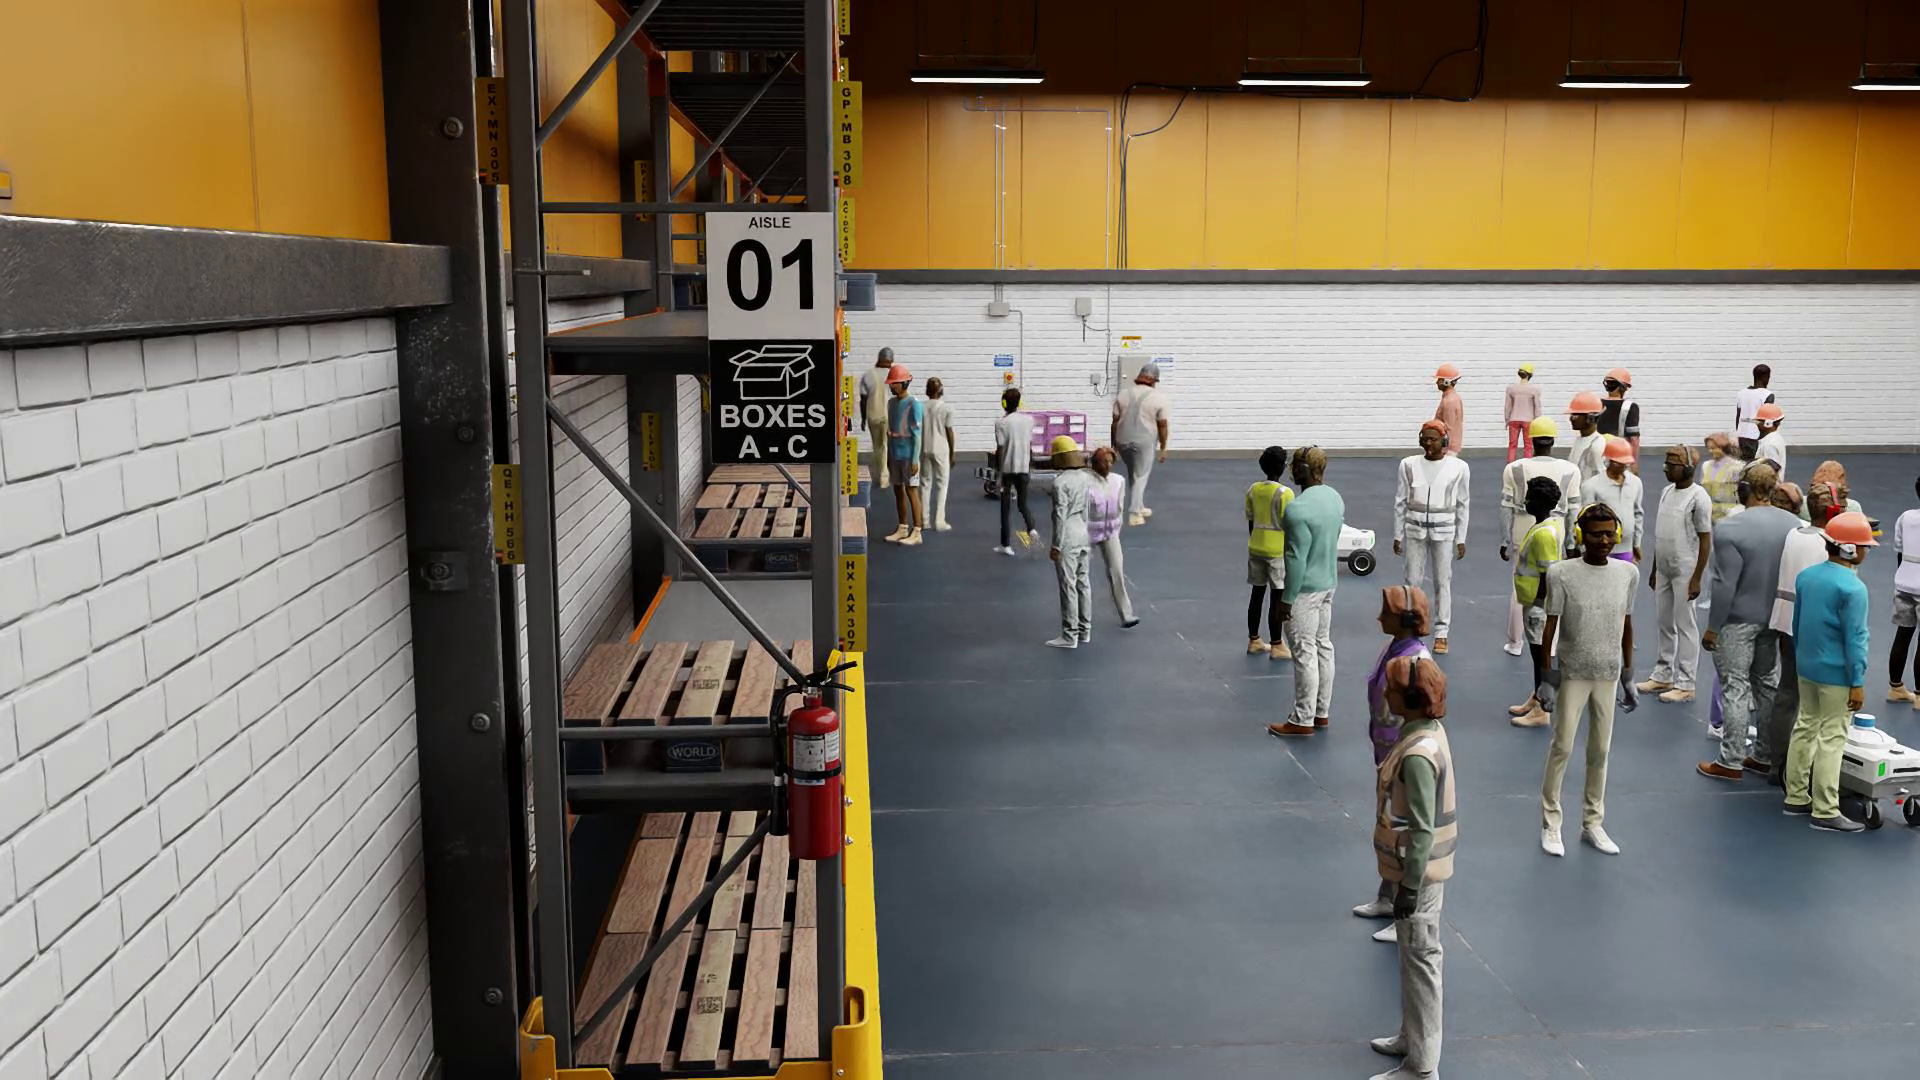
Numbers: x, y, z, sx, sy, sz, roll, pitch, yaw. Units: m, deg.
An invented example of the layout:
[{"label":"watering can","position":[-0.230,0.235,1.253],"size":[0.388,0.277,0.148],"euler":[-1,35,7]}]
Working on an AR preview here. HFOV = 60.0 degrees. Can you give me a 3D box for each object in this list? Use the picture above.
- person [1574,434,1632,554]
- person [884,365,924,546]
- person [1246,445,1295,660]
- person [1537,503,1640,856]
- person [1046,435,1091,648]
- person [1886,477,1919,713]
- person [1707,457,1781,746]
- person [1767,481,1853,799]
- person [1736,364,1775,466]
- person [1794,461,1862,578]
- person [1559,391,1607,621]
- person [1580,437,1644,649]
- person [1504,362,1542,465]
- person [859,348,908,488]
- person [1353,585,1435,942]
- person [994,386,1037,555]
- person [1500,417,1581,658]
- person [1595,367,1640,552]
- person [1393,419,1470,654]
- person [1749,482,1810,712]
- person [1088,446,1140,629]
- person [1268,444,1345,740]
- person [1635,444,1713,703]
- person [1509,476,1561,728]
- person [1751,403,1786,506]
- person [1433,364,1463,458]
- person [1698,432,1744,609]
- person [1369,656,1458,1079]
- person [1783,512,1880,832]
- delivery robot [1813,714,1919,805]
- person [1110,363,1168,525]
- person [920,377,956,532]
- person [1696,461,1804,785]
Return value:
[{"label":"person","position":[5.482,-0.065,14.194],"size":[0.495,1.698,0.893],"euler":[2,9,10]},{"label":"person","position":[-0.659,-0.948,18.703],"size":[0.407,2.035,0.609],"euler":[-7,11,-36]},{"label":"person","position":[2.471,0.100,13.163],"size":[0.318,1.698,0.535],"euler":[-6,11,-31]},{"label":"person","position":[3.293,0.726,8.697],"size":[0.537,1.869,0.312],"euler":[-1,9,-4]},{"label":"person","position":[0.874,0.012,13.604],"size":[0.330,1.733,0.488],"euler":[6,11,34]},{"label":"person","position":[6.722,0.351,11.591],"size":[0.318,1.697,0.535],"euler":[-1,9,-8]},{"label":"person","position":[5.117,0.389,10.808],"size":[0.309,1.870,0.535],"euler":[9,13,44]},{"label":"person","position":[4.956,0.576,9.706],"size":[0.392,1.847,0.563],"euler":[-2,9,-10]},{"label":"person","position":[10.072,-1.270,21.085],"size":[0.392,1.916,0.592],"euler":[-3,10,-18]},{"label":"person","position":[6.566,0.210,12.672],"size":[0.507,1.632,0.268],"euler":[7,11,36]},{"label":"person","position":[5.349,-0.253,14.299],"size":[0.397,2.043,0.609],"euler":[0,9,3]},{"label":"person","position":[5.275,0.034,13.442],"size":[0.577,1.737,0.354],"euler":[-3,9,-15]},{"label":"person","position":[8.271,-1.729,24.434],"size":[0.533,1.767,0.327],"euler":[7,11,36]},{"label":"person","position":[-1.056,-1.800,24.018],"size":[0.695,2.000,1.007],"euler":[2,9,11]},{"label":"person","position":[2.018,1.012,7.610],"size":[0.313,1.642,0.513],"euler":[0,9,0]},{"label":"person","position":[0.603,-0.728,17.901],"size":[0.516,1.844,0.672],"euler":[-4,10,-23]},{"label":"person","position":[4.594,-0.019,13.222],"size":[0.586,1.920,0.397],"euler":[2,9,13]},{"label":"person","position":[7.130,-0.866,18.180],"size":[0.399,2.033,0.605],"euler":[-9,12,-43]},{"label":"person","position":[3.781,-0.029,13.387],"size":[0.585,1.882,0.343],"euler":[4,10,26]},{"label":"person","position":[5.579,0.417,11.362],"size":[0.514,1.637,0.307],"euler":[7,11,38]},{"label":"person","position":[1.204,-0.015,14.278],"size":[0.528,1.573,0.906],"euler":[-4,10,-23]},{"label":"person","position":[2.278,0.337,10.920],"size":[0.372,1.940,0.629],"euler":[7,11,36]},{"label":"person","position":[5.104,0.235,11.853],"size":[0.333,1.844,0.515],"euler":[-2,9,-13]},{"label":"person","position":[3.887,0.413,11.199],"size":[0.315,1.696,0.541],"euler":[3,9,17]},{"label":"person","position":[8.102,-0.500,16.754],"size":[0.341,1.749,0.572],"euler":[5,10,30]},{"label":"person","position":[5.739,-1.081,19.651],"size":[0.376,1.995,0.608],"euler":[3,10,21]},{"label":"person","position":[6.929,-0.173,15.090],"size":[0.444,1.621,0.539],"euler":[-2,9,-14]},{"label":"person","position":[1.692,1.236,6.215],"size":[0.311,1.638,0.521],"euler":[3,9,17]},{"label":"person","position":[4.811,0.711,9.149],"size":[0.342,1.749,0.572],"euler":[-1,9,-4]},{"label":"delivery robot","position":[5.084,1.226,9.378],"size":[0.477,0.478,0.707],"euler":[-2,9,-11]},{"label":"person","position":[2.237,-1.218,20.365],"size":[0.715,2.000,0.742],"euler":[6,11,31]},{"label":"person","position":[-0.308,-1.014,19.736],"size":[0.519,1.831,0.341],"euler":[5,10,26]},{"label":"person","position":[4.716,0.492,9.945],"size":[0.637,1.938,0.355],"euler":[-3,10,-20]}]
